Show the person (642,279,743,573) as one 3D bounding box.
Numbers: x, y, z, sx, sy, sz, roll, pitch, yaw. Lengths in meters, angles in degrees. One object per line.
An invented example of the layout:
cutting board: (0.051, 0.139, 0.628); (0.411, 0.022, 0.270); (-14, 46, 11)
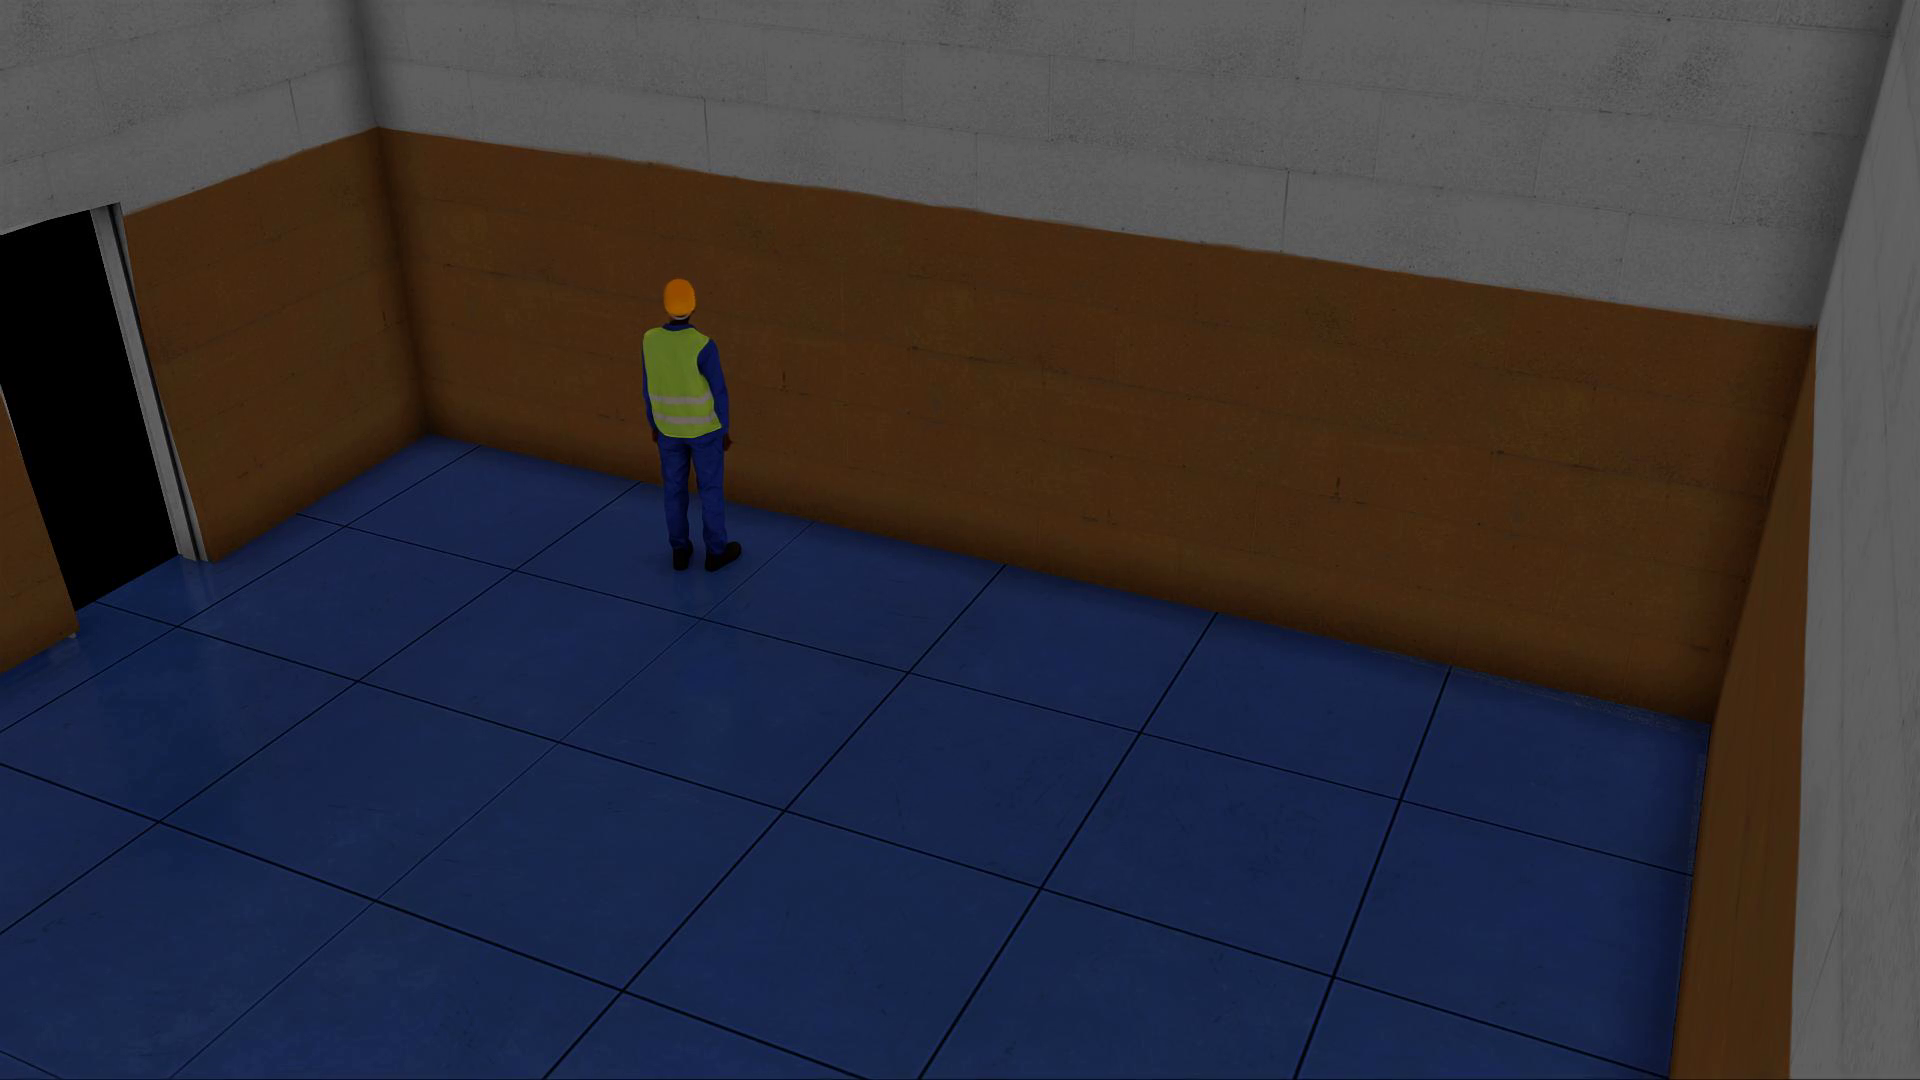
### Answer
person: (-1.591, -0.666, 9.711); (0.596, 1.812, 0.777); (6, 29, 10)
